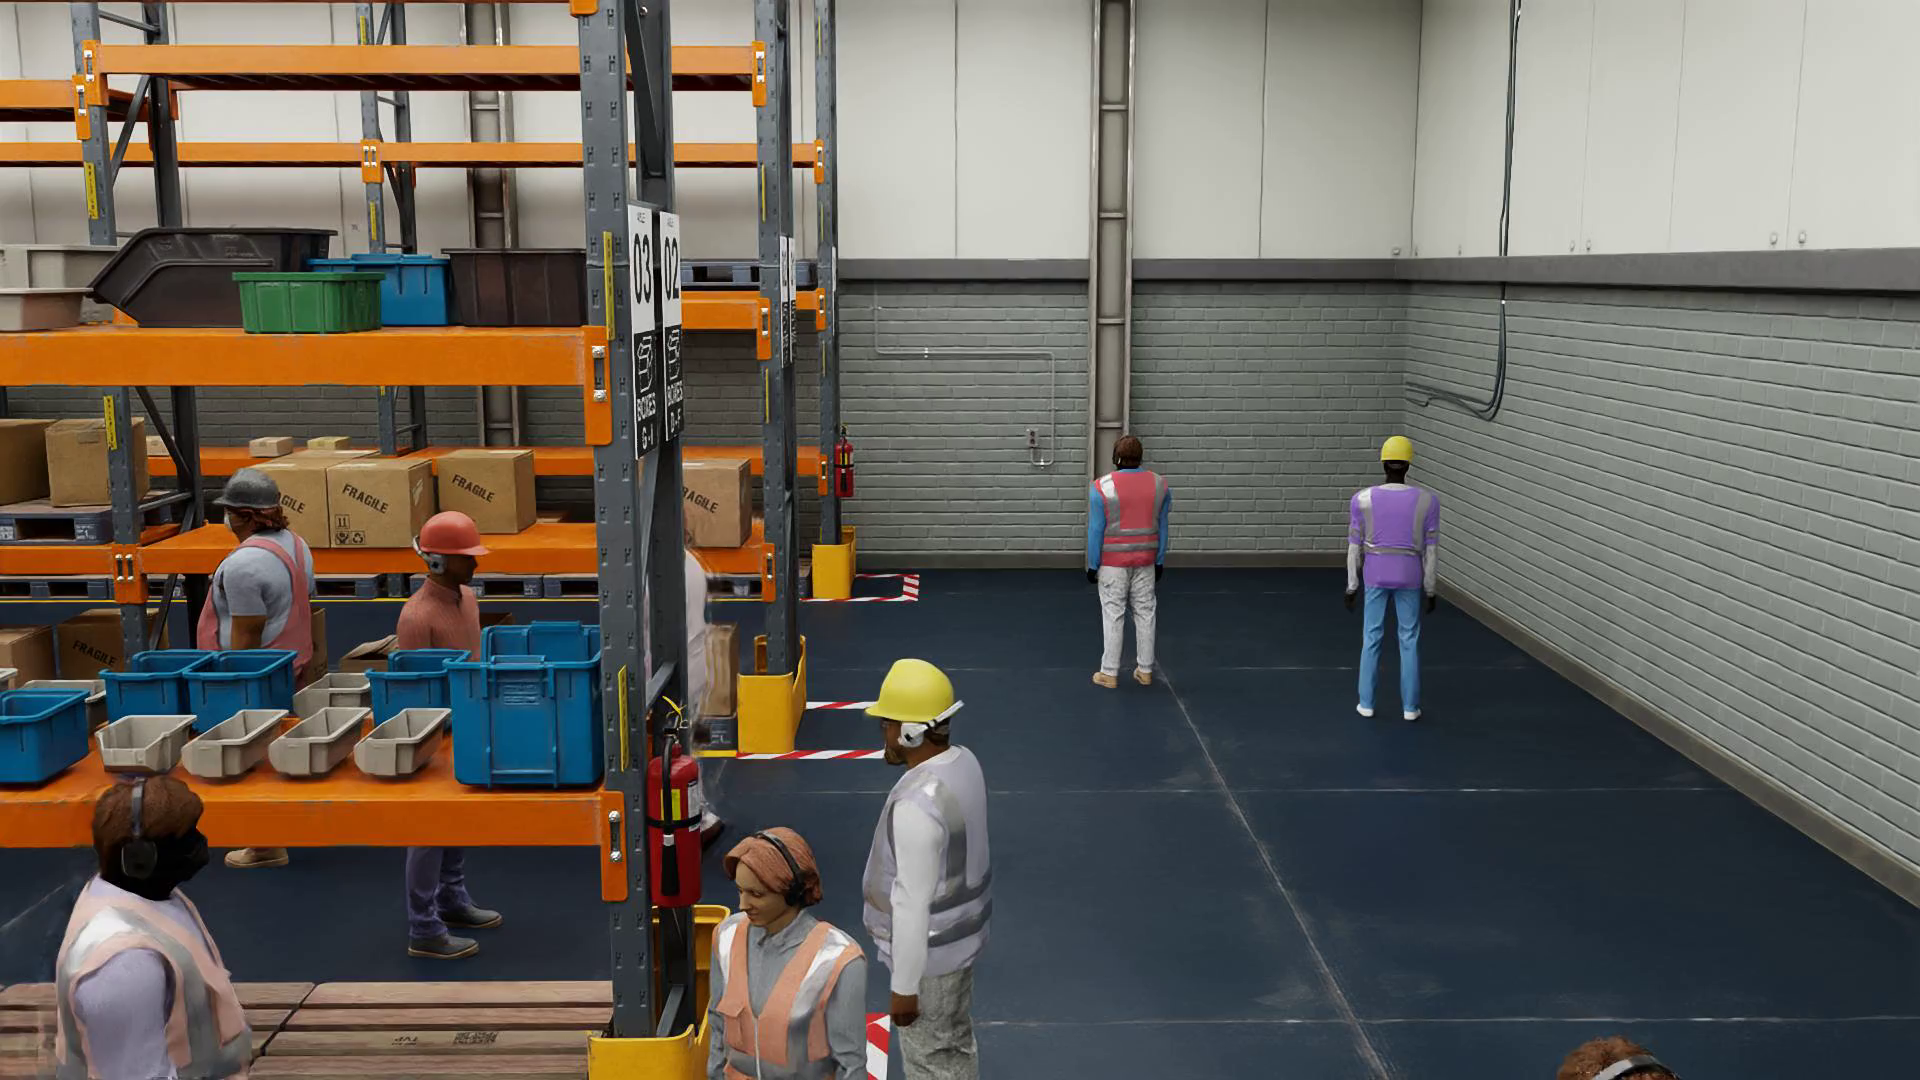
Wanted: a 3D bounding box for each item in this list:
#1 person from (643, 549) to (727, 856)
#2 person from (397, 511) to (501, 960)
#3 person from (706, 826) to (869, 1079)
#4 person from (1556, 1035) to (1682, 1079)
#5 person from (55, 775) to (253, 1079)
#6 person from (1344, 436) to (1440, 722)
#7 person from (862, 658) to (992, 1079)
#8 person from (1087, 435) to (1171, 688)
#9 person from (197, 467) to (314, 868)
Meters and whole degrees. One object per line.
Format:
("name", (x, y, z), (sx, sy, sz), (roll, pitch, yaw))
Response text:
("person", (-1.466, 0.732, 8.398), (0.462, 1.887, 0.654), (2, 10, 14))
("person", (-2.252, 0.853, 7.388), (0.412, 1.983, 0.611), (1, 9, 6))
("person", (-0.442, 1.527, 4.317), (0.525, 1.631, 0.321), (6, 11, 34))
("person", (1.118, 1.674, 2.934), (0.431, 1.796, 0.699), (3, 10, 19))
("person", (-2.046, 1.471, 4.091), (0.601, 1.828, 0.631), (-4, 10, -21))
("person", (2.900, 0.259, 11.193), (0.607, 1.923, 0.376), (3, 10, 16))
("person", (-0.110, 1.274, 5.293), (0.404, 1.826, 0.596), (3, 10, 16))
("person", (1.205, 0.156, 12.082), (0.626, 1.844, 0.429), (-3, 10, -18))
("person", (-3.606, 0.640, 8.502), (0.537, 2.000, 0.683), (0, 9, 2))
